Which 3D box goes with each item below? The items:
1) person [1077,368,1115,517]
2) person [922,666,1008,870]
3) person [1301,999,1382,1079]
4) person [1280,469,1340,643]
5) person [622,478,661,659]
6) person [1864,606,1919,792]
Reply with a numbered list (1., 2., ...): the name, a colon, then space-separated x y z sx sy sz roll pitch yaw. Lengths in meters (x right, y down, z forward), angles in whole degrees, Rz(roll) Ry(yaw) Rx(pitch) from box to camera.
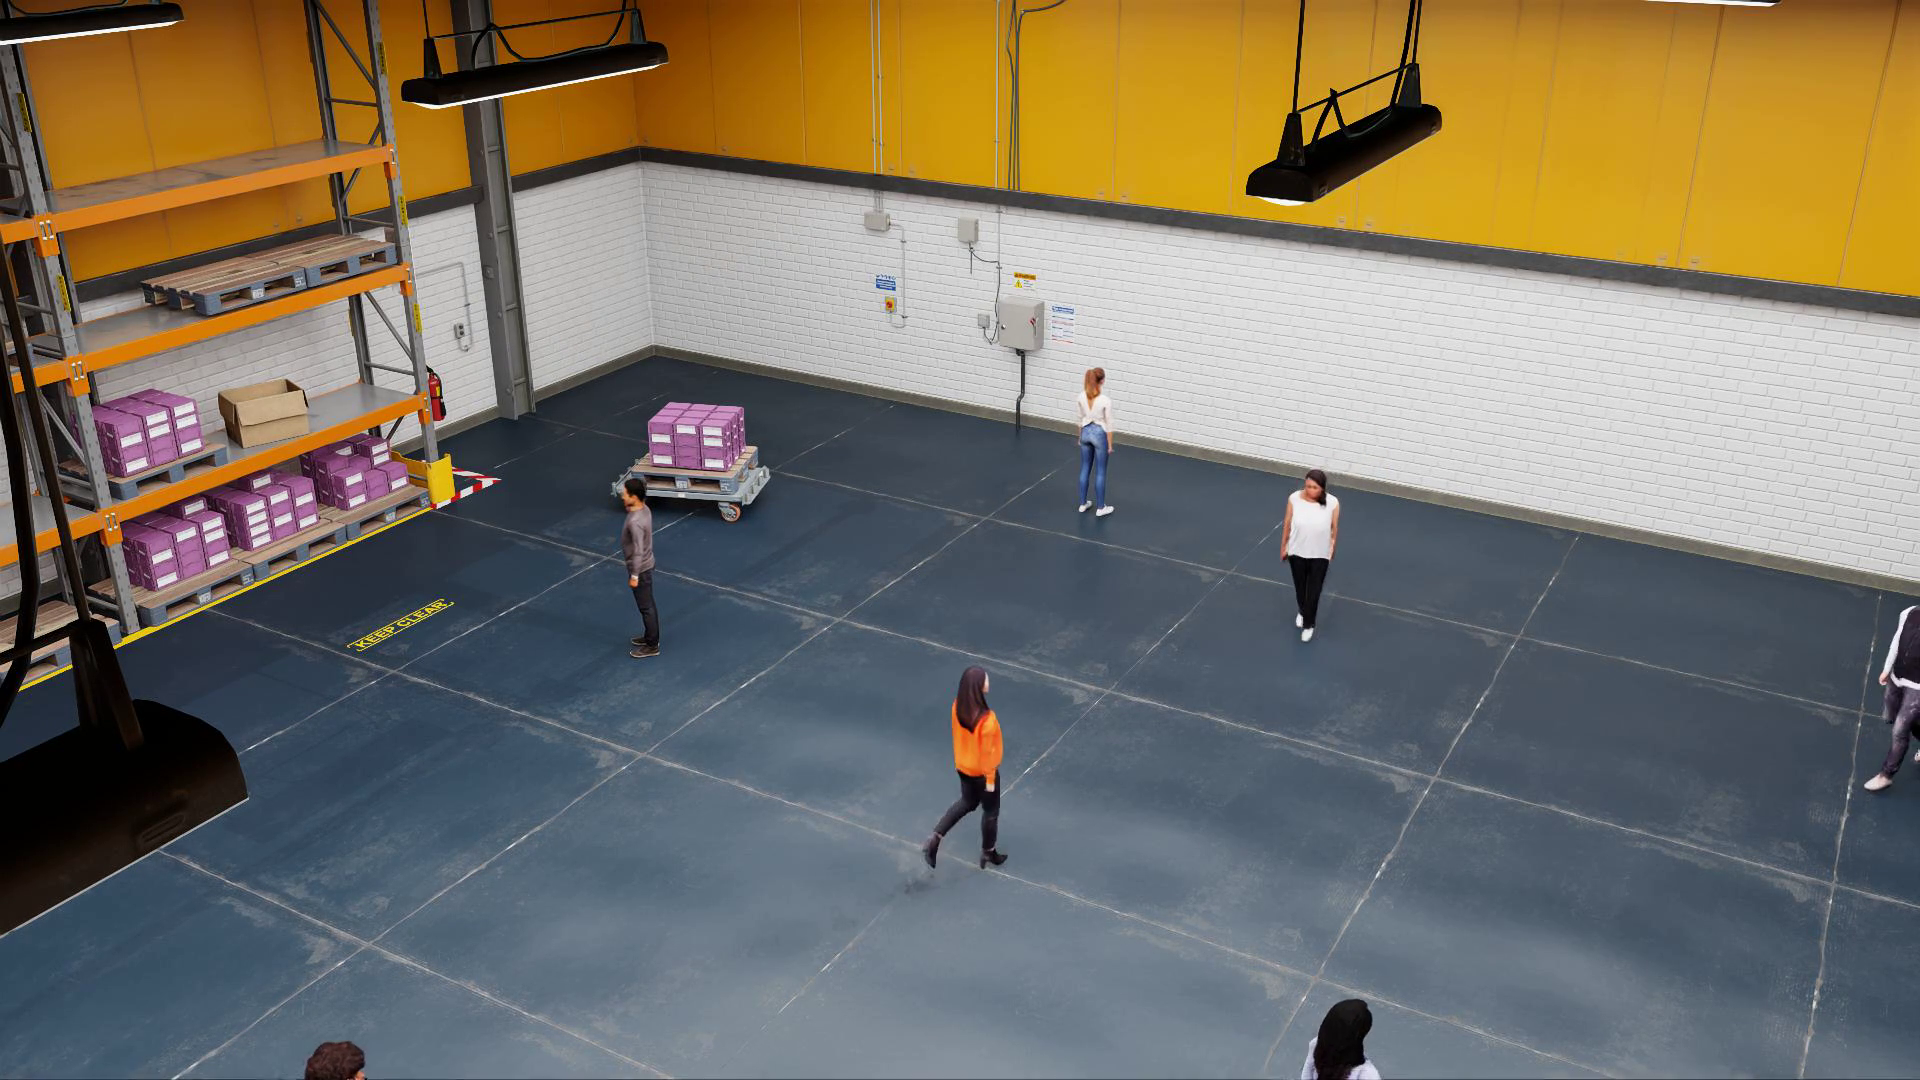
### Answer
1. person: 1.517 -1.121 18.784 0.629 1.719 0.553 17 29 33
2. person: 0.059 1.725 12.257 1.061 1.733 0.880 -15 28 -30
3. person: 1.944 3.219 8.856 1.013 1.719 0.894 -13 27 -27
4. person: 3.407 0.078 16.111 0.697 1.663 0.878 11 26 23
5. person: -2.985 0.251 15.587 0.775 1.766 0.668 20 31 38
6. person: 7.762 1.168 13.445 1.175 1.801 1.085 -8 25 -19
